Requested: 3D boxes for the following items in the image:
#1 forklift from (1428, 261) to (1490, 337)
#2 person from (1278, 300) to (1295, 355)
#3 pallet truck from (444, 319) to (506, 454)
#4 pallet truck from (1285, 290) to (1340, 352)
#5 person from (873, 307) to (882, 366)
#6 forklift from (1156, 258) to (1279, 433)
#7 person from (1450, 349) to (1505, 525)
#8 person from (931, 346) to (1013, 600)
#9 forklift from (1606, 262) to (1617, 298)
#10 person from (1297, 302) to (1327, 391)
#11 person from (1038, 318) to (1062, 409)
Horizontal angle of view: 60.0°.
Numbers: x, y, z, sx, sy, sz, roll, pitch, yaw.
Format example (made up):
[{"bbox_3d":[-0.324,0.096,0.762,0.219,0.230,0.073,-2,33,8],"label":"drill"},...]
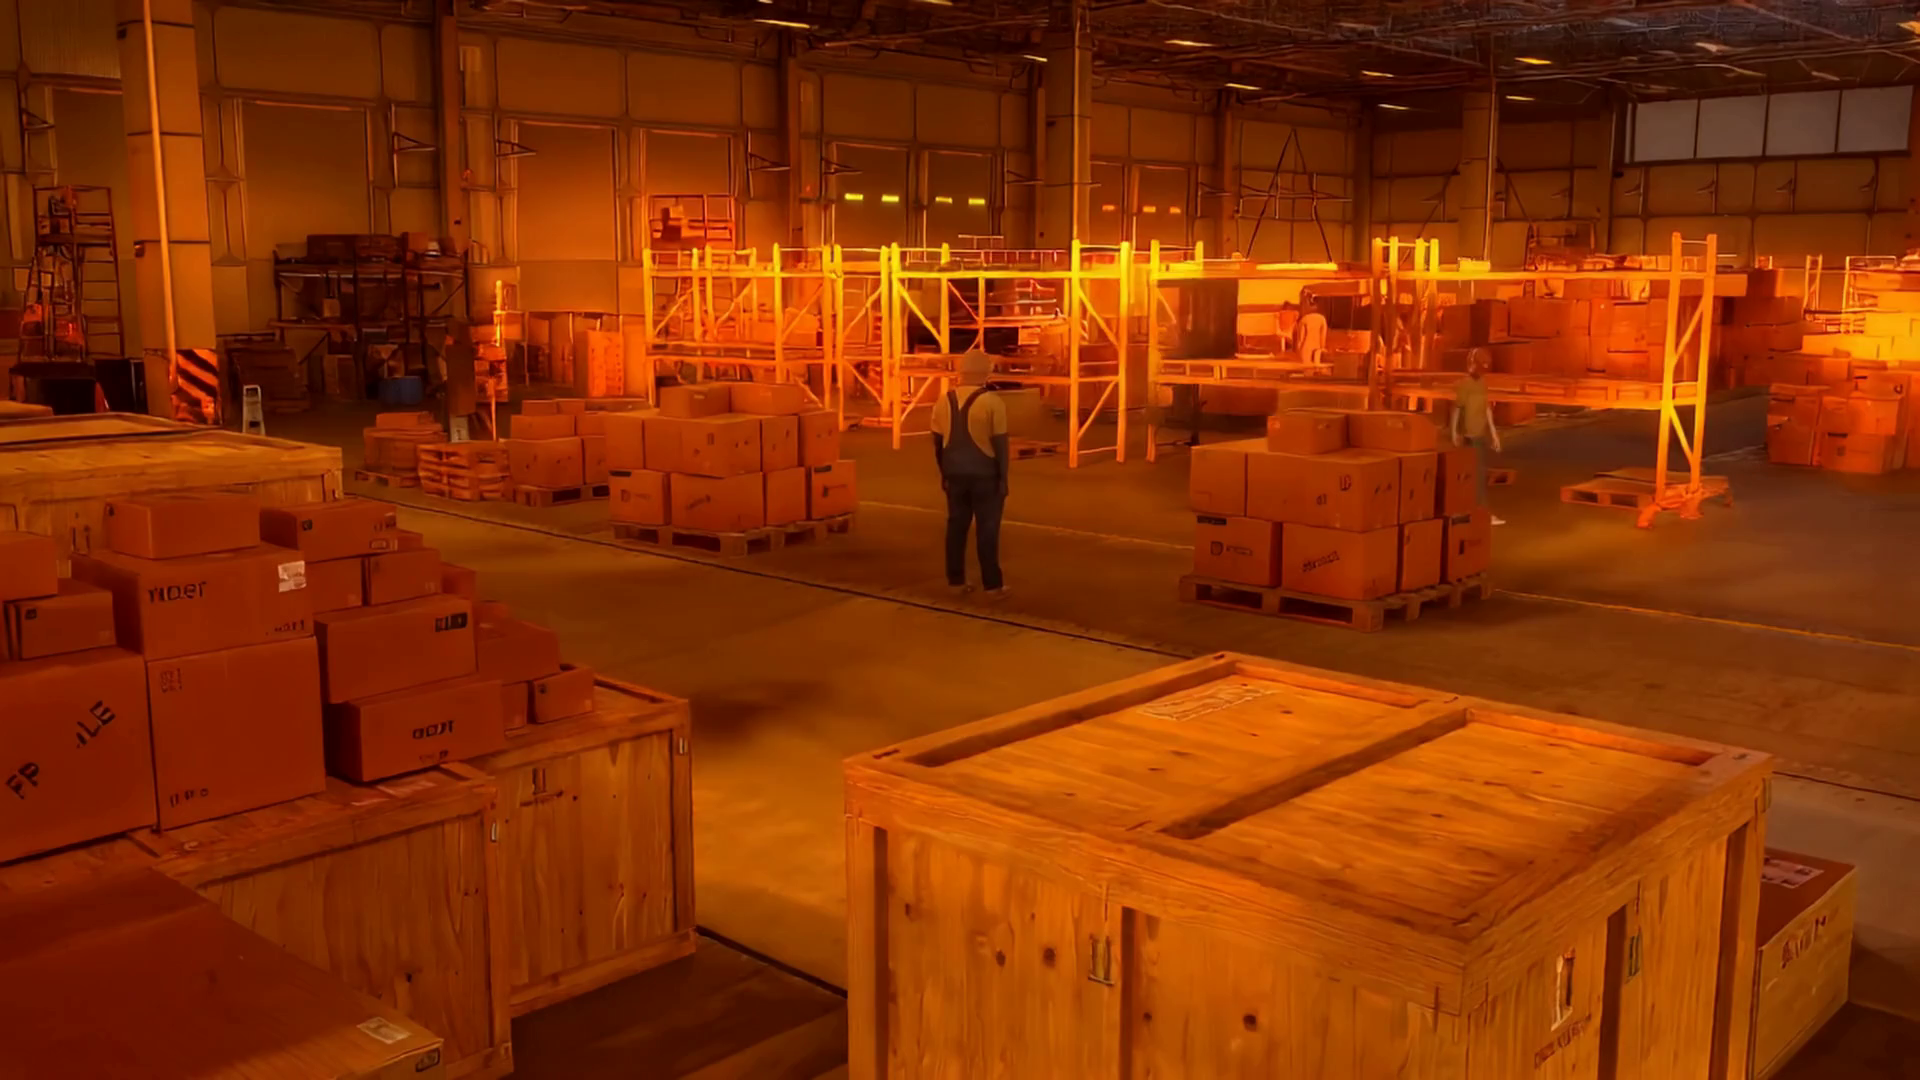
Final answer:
[{"bbox_3d":[11.914,-5.091,38.758,1.873,2.768,1.129,9,13,43],"label":"forklift"},{"bbox_3d":[10.054,-6.536,51.237,0.533,1.698,0.318,5,10,26],"label":"person"},{"bbox_3d":[-6.981,-1.942,22.150,1.885,1.965,0.823,1,9,9],"label":"pallet truck"},{"bbox_3d":[11.297,-6.951,52.861,1.885,1.965,0.823,-5,11,-29],"label":"pallet truck"},{"bbox_3d":[-2.170,-5.389,44.417,0.313,1.632,0.525,-1,9,-6],"label":"person"},{"bbox_3d":[4.227,-3.230,27.351,1.873,2.768,1.129,9,13,43],"label":"forklift"},{"bbox_3d":[5.357,-1.104,17.539,0.535,1.838,0.924,-8,12,-41],"label":"person"},{"bbox_3d":[0.142,-0.546,13.461,0.673,2.000,0.536,6,11,34],"label":"person"},{"bbox_3d":[17.737,-6.208,45.610,1.873,2.768,1.129,2,10,15],"label":"forklift"},{"bbox_3d":[7.662,-4.211,36.258,0.627,1.936,0.374,0,9,0],"label":"person"},{"bbox_3d":[1.722,-3.331,31.484,0.484,1.735,0.335,-5,10,-27],"label":"person"}]
